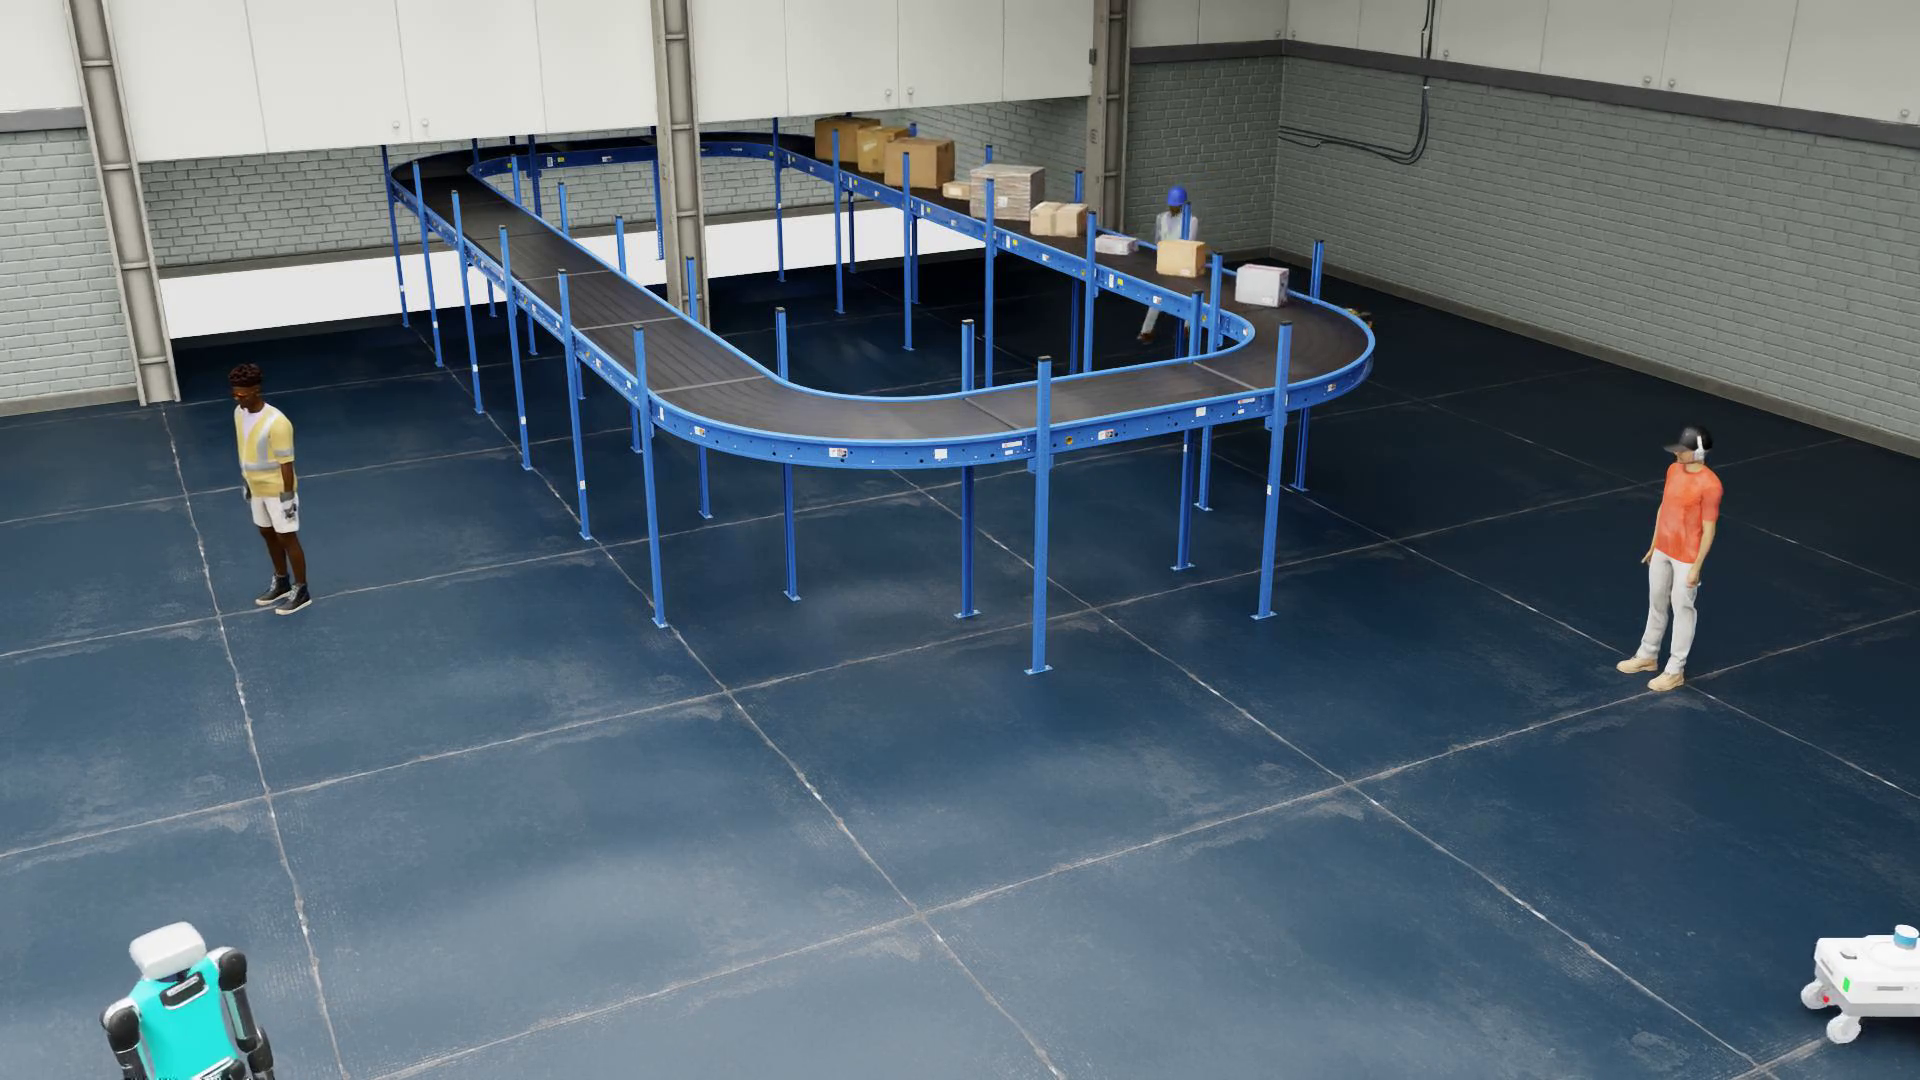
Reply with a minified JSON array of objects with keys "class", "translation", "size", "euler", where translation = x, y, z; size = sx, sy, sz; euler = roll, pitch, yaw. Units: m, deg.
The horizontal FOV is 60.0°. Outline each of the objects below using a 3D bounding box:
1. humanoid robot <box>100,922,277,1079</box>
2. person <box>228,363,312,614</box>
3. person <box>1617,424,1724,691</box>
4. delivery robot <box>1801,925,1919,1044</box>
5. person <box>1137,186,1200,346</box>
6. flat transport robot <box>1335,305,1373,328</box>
[{"class":"humanoid robot","translation":[-2.605,2.334,6.184],"size":[0.979,1.764,0.546],"euler":[16,27,34]},{"class":"person","translation":[-5.242,-0.399,12.625],"size":[0.604,1.948,0.380],"euler":[16,27,34]},{"class":"person","translation":[4.897,0.115,11.411],"size":[0.412,1.908,0.476],"euler":[-8,23,-18]},{"class":"delivery robot","translation":[4.590,2.165,8.146],"size":[0.801,0.598,0.499],"euler":[0,22,0]},{"class":"person","translation":[2.509,-3.242,19.728],"size":[0.595,1.883,1.005],"euler":[13,26,30]},{"class":"flat transport robot","translation":[4.365,-2.798,20.791],"size":[1.431,0.231,0.659],"euler":[20,29,40]}]
